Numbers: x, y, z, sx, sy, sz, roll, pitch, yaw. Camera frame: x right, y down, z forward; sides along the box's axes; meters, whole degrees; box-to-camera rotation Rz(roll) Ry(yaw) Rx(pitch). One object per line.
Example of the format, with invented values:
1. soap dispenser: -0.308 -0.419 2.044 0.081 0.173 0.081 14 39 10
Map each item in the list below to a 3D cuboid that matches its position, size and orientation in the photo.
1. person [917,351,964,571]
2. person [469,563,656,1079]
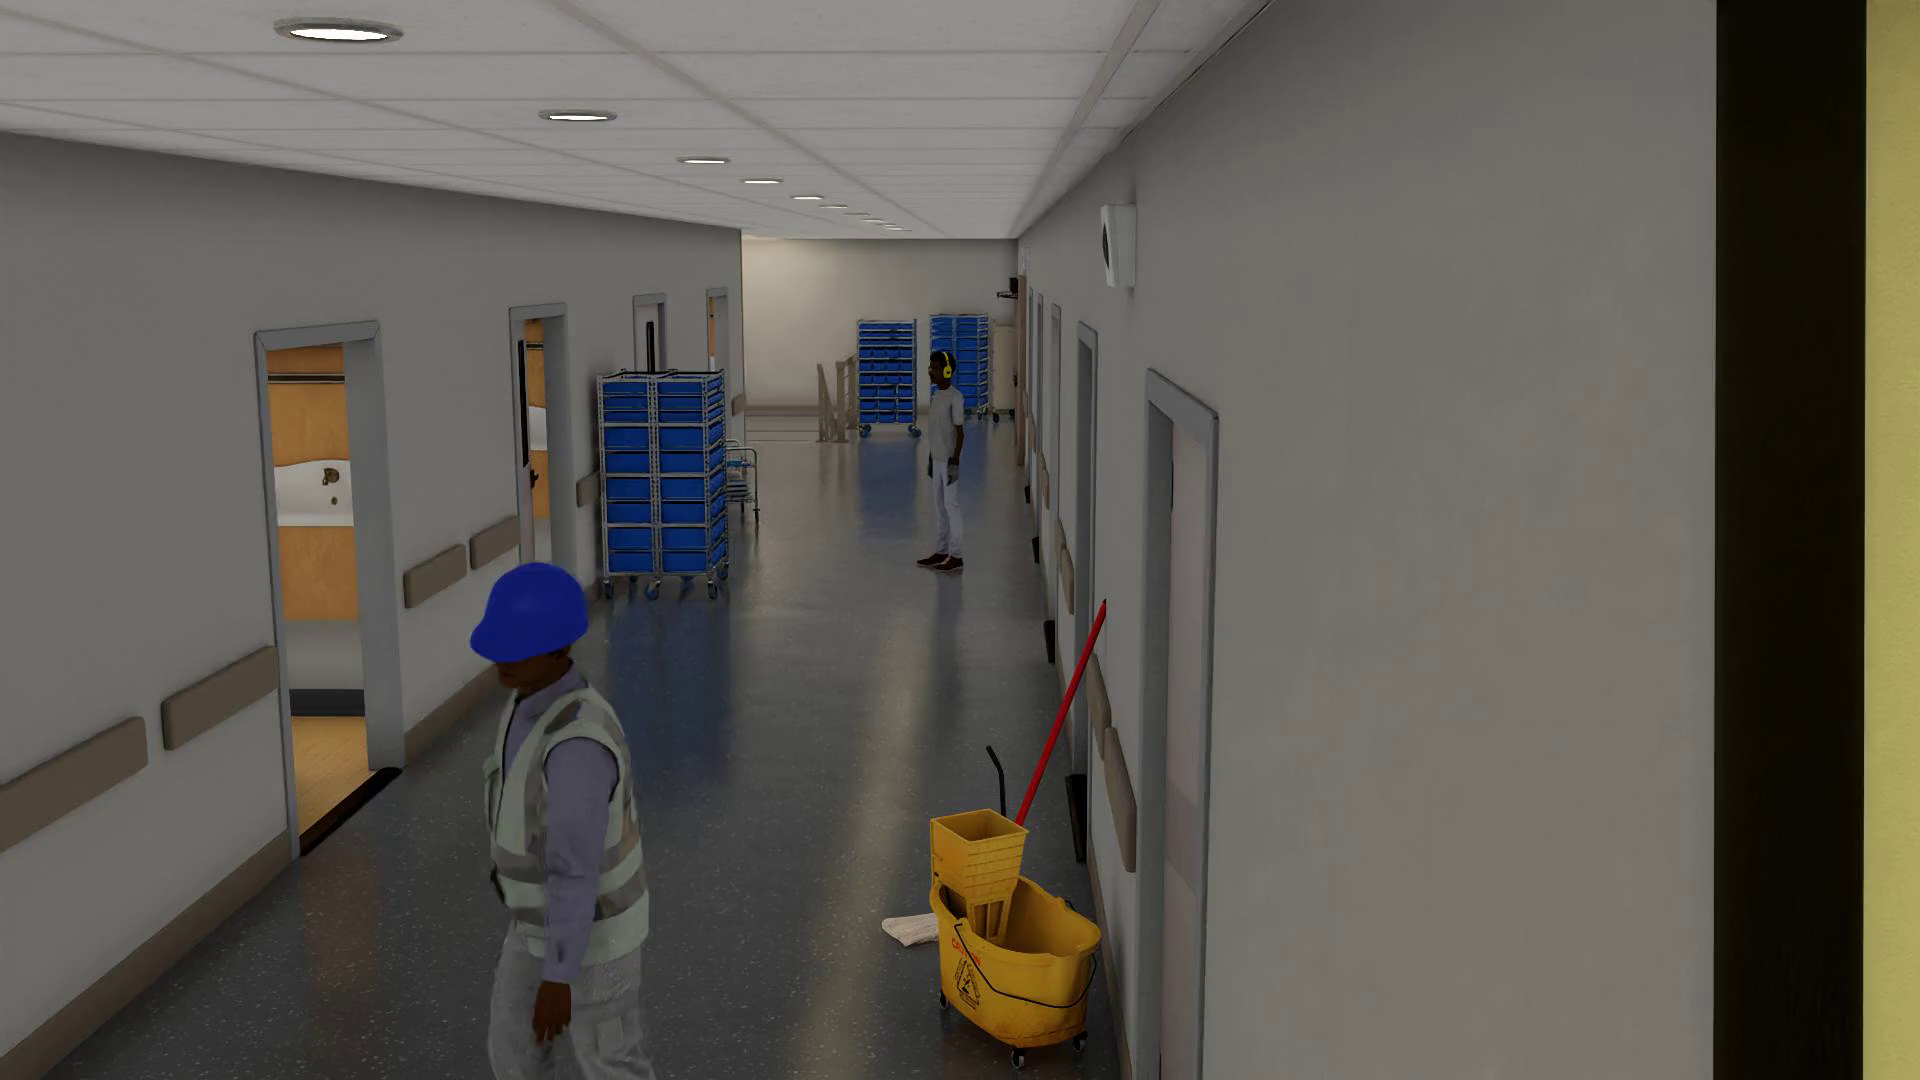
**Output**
1. person: -0.149 -0.676 14.227 0.329 1.872 0.510 -5 11 -26
2. person: -1.015 0.975 4.229 0.612 1.904 0.640 -6 11 -32
